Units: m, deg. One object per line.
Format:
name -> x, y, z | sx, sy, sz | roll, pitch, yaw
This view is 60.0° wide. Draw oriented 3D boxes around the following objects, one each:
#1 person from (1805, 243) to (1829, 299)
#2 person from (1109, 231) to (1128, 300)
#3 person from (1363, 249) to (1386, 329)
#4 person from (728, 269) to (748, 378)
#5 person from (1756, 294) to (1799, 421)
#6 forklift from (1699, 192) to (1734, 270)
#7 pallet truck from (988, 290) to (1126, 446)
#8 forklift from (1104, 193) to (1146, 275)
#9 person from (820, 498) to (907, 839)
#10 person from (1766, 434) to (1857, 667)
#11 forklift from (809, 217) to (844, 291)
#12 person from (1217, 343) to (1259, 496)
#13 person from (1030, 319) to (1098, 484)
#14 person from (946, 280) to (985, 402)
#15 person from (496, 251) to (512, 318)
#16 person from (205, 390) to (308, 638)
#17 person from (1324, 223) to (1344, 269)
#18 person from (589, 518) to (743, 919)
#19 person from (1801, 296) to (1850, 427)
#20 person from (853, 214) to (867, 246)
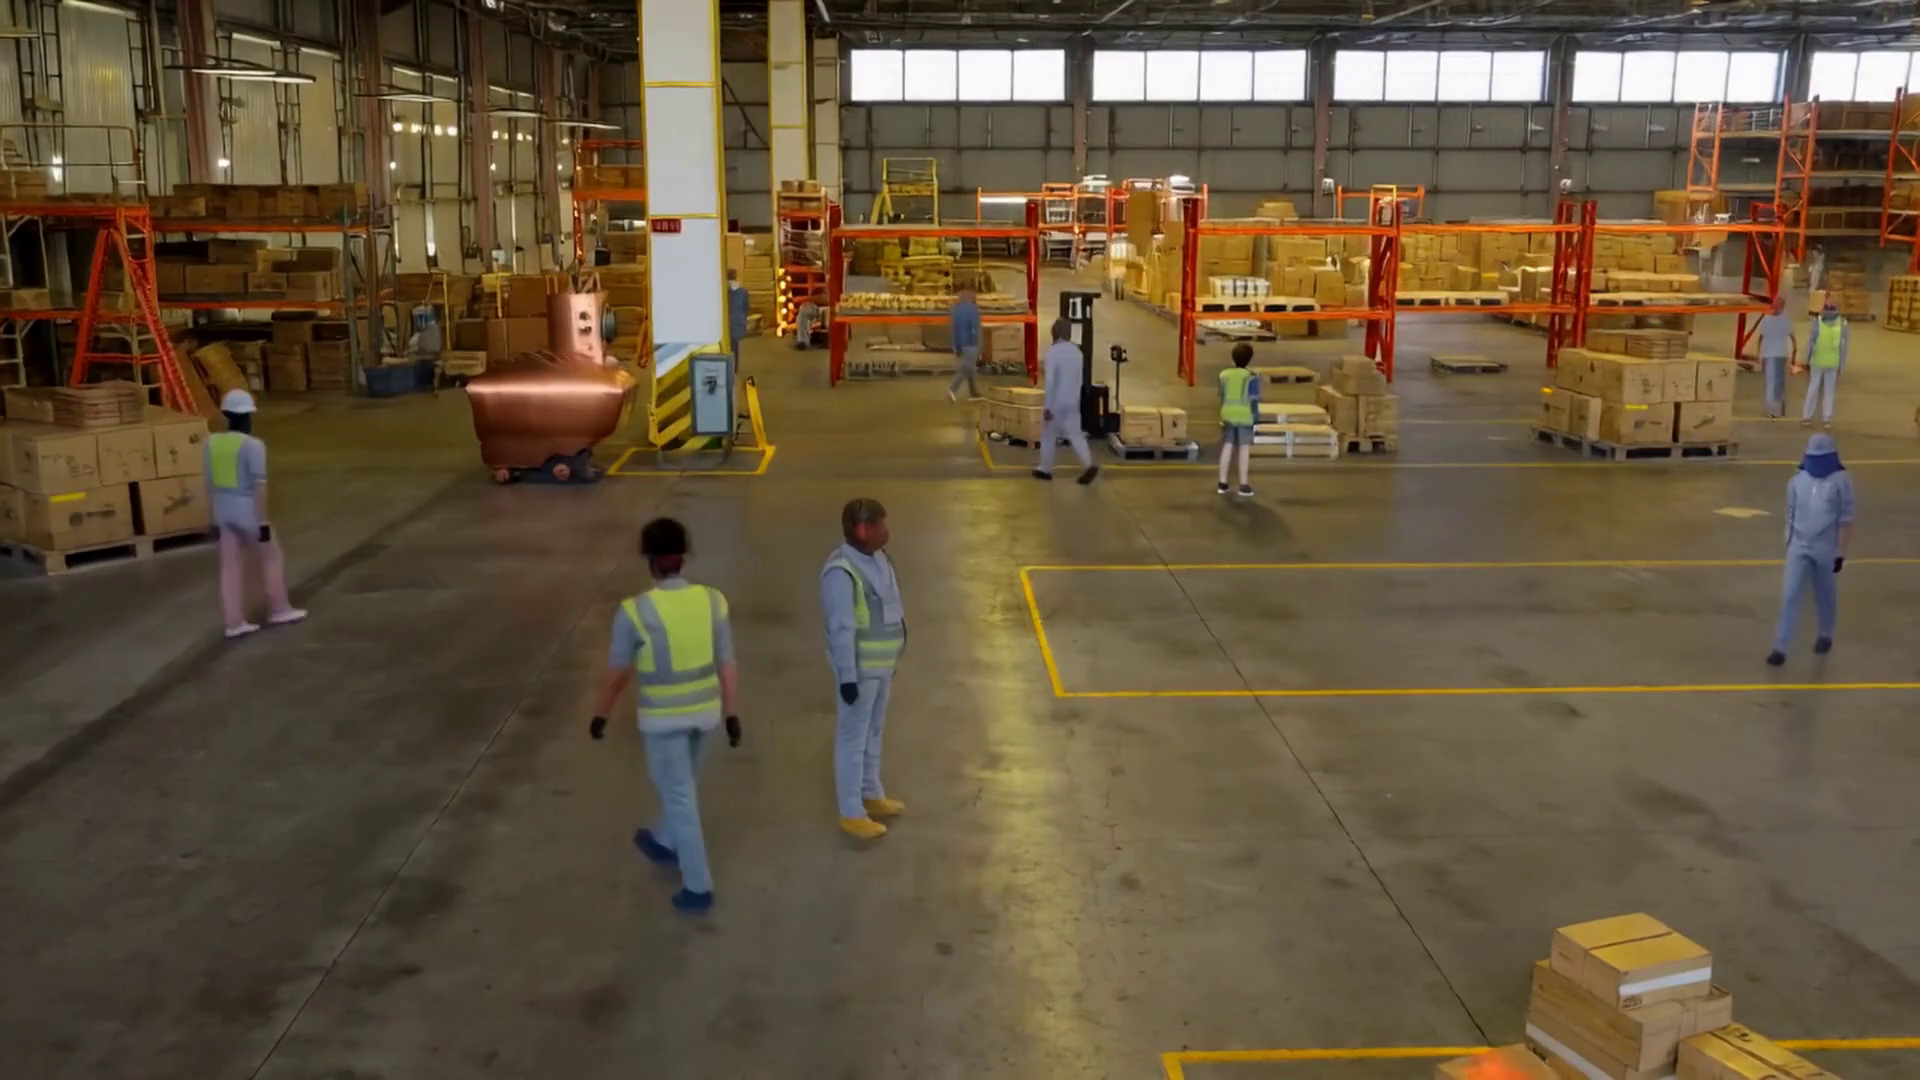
person -> 24.012, -7.509, 46.538 | 0.527, 1.590, 0.855 | -3, 13, -14
person -> 4.435, -7.676, 46.552 | 0.561, 1.925, 0.599 | 0, 12, -1
person -> 9.433, -5.745, 37.979 | 0.583, 1.860, 0.475 | -1, 13, -6
person -> -3.983, -3.805, 29.133 | 0.550, 1.902, 0.971 | 1, 13, 7
person -> 11.771, -2.630, 23.958 | 0.571, 1.836, 0.473 | 5, 14, 23
forklift -> 27.551, -11.201, 60.292 | 1.873, 2.768, 1.129 | 0, 12, -2
pallet truck -> 1.257, -2.299, 22.111 | 1.885, 1.965, 0.823 | -9, 15, -35
forklift -> 5.956, -10.464, 56.964 | 1.873, 2.768, 1.129 | -2, 13, -9
person -> -0.504, 0.678, 9.028 | 0.429, 1.844, 0.625 | 4, 13, 18
person -> 6.242, 0.061, 12.136 | 0.488, 1.697, 0.915 | 11, 16, 40
forklift -> -4.375, -8.619, 48.637 | 1.873, 2.768, 1.129 | 0, 12, -2
person -> 3.097, -1.347, 18.519 | 0.321, 1.692, 0.534 | -11, 17, -42
person -> 1.219, -1.594, 19.157 | 0.643, 1.904, 0.973 | -11, 16, -40
person -> 0.085, -3.081, 25.857 | 0.789, 1.906, 0.596 | -10, 16, -39
person -> -11.203, -6.260, 40.834 | 0.313, 1.634, 0.514 | -10, 16, -38
person -> -5.502, -0.229, 12.975 | 0.621, 1.897, 0.807 | 5, 13, 22
person -> 11.881, -9.094, 52.923 | 0.628, 1.940, 0.378 | 2, 13, 8
person -> -1.463, 0.836, 8.178 | 0.972, 1.899, 0.622 | 12, 17, 43
person -> 12.202, -2.514, 23.437 | 0.506, 1.843, 0.350 | 5, 14, 22
person -> -3.883, -11.630, 64.401 | 0.643, 1.925, 0.660 | 8, 15, 31
